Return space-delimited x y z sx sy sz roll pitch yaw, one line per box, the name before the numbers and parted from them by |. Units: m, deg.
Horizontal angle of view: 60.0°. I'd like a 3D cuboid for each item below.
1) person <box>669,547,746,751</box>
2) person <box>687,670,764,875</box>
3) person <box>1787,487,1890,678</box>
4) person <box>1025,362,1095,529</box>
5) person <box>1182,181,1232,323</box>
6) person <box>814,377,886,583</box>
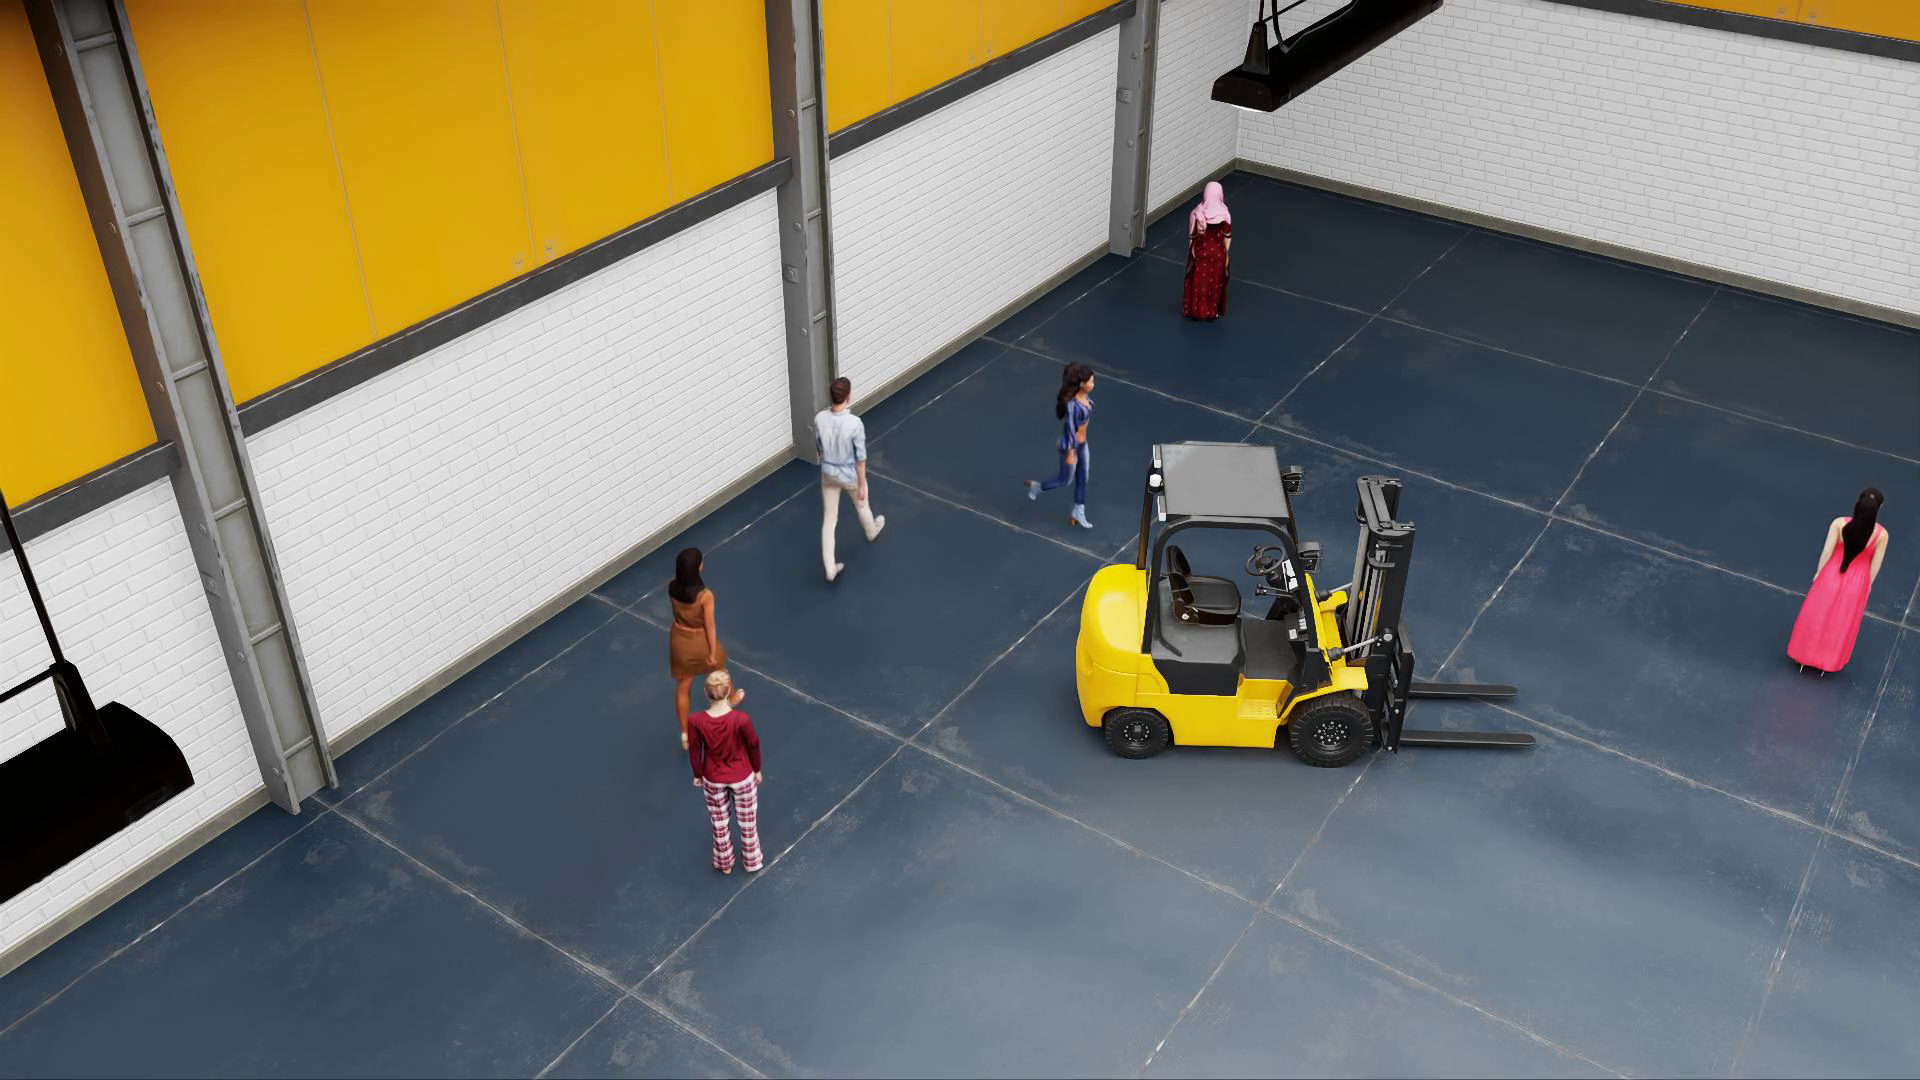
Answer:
person | -2.008 0.841 12.293 0.706 1.657 1.002 13 36 18
person | -1.560 1.557 11.170 0.683 1.710 0.711 -2 34 -3
person | 6.904 0.329 13.001 0.629 1.727 0.589 17 37 24
person | 0.941 -0.839 14.873 0.782 1.599 0.896 16 37 22
person | 2.746 -3.184 18.367 0.745 1.637 0.732 7 34 11
person | -1.049 -0.478 14.146 0.854 1.803 1.238 13 36 19
